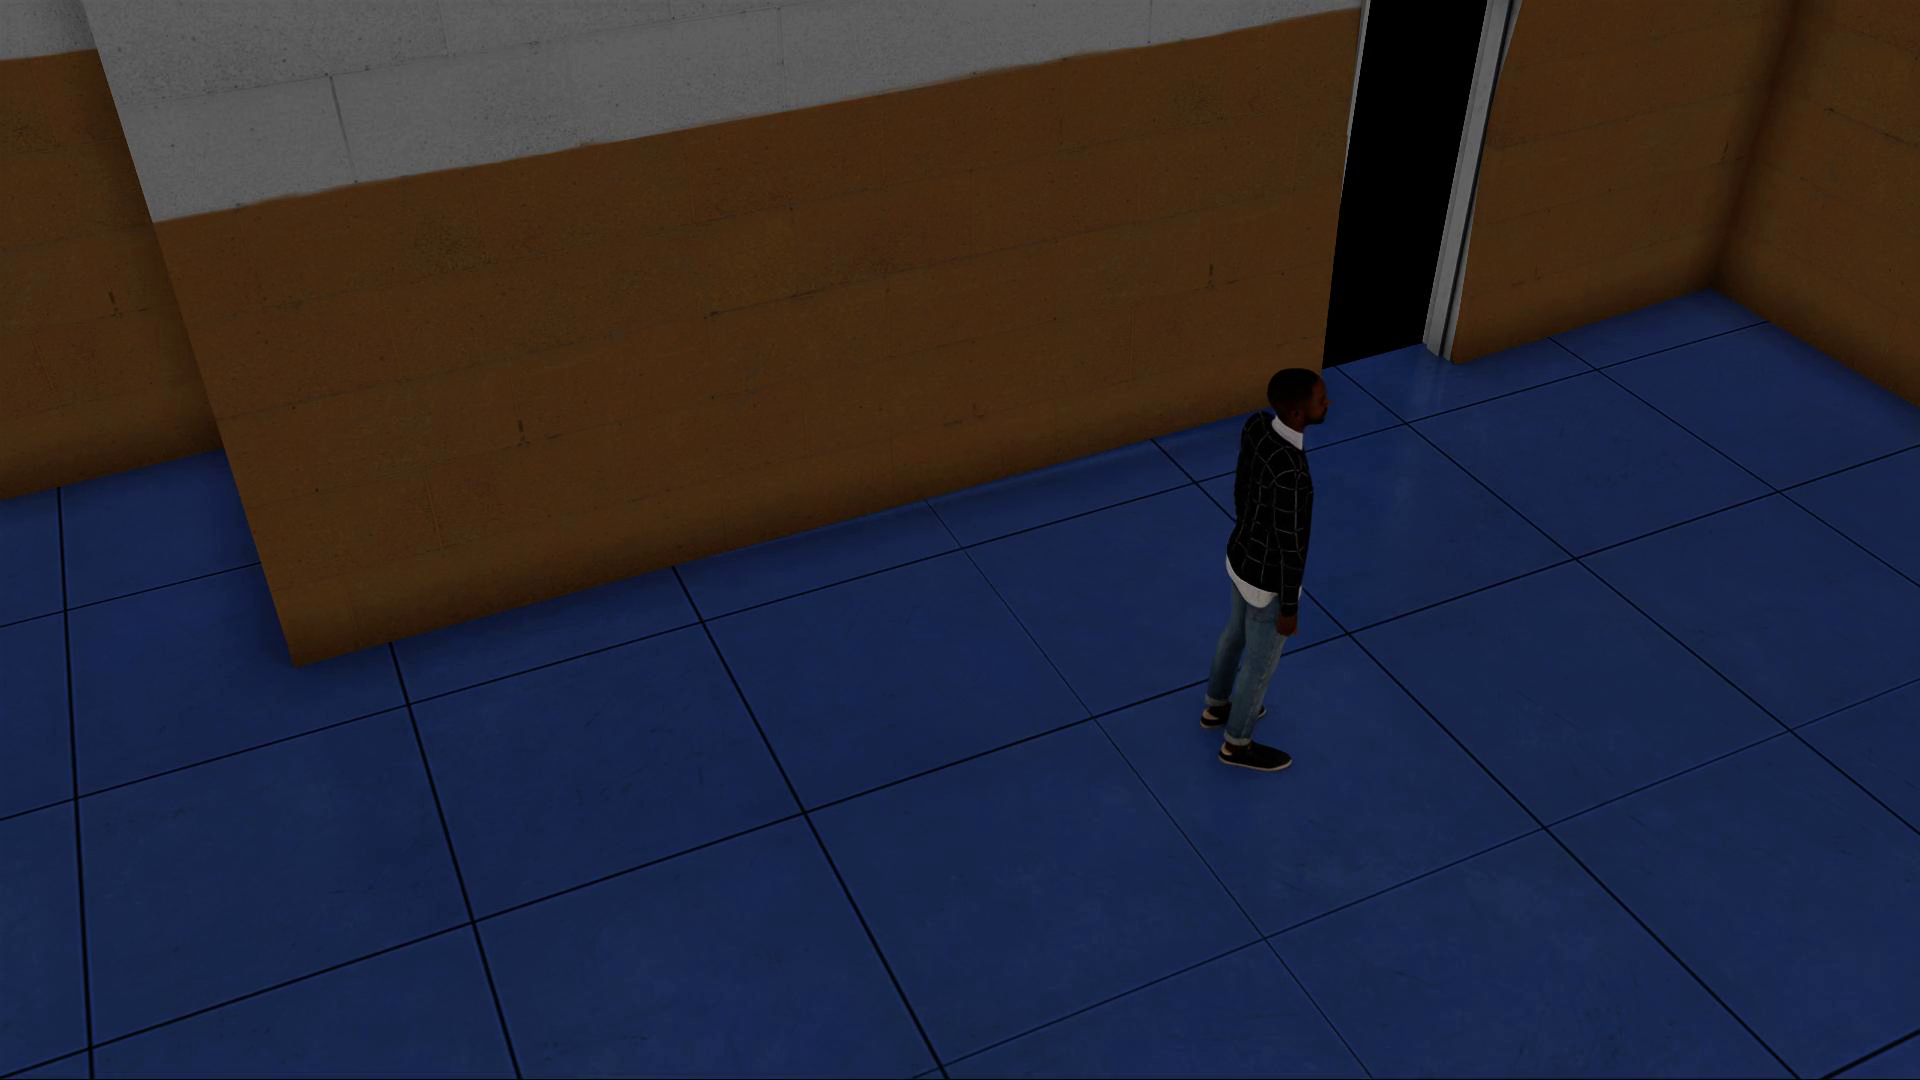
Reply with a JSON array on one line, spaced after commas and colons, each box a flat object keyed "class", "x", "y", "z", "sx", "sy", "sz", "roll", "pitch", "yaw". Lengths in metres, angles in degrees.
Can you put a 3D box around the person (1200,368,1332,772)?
[{"class": "person", "x": 1.184, "y": 0.109, "z": 6.537, "sx": 0.785, "sy": 1.819, "sz": 0.575, "roll": -6, "pitch": 37, "yaw": -8}]
